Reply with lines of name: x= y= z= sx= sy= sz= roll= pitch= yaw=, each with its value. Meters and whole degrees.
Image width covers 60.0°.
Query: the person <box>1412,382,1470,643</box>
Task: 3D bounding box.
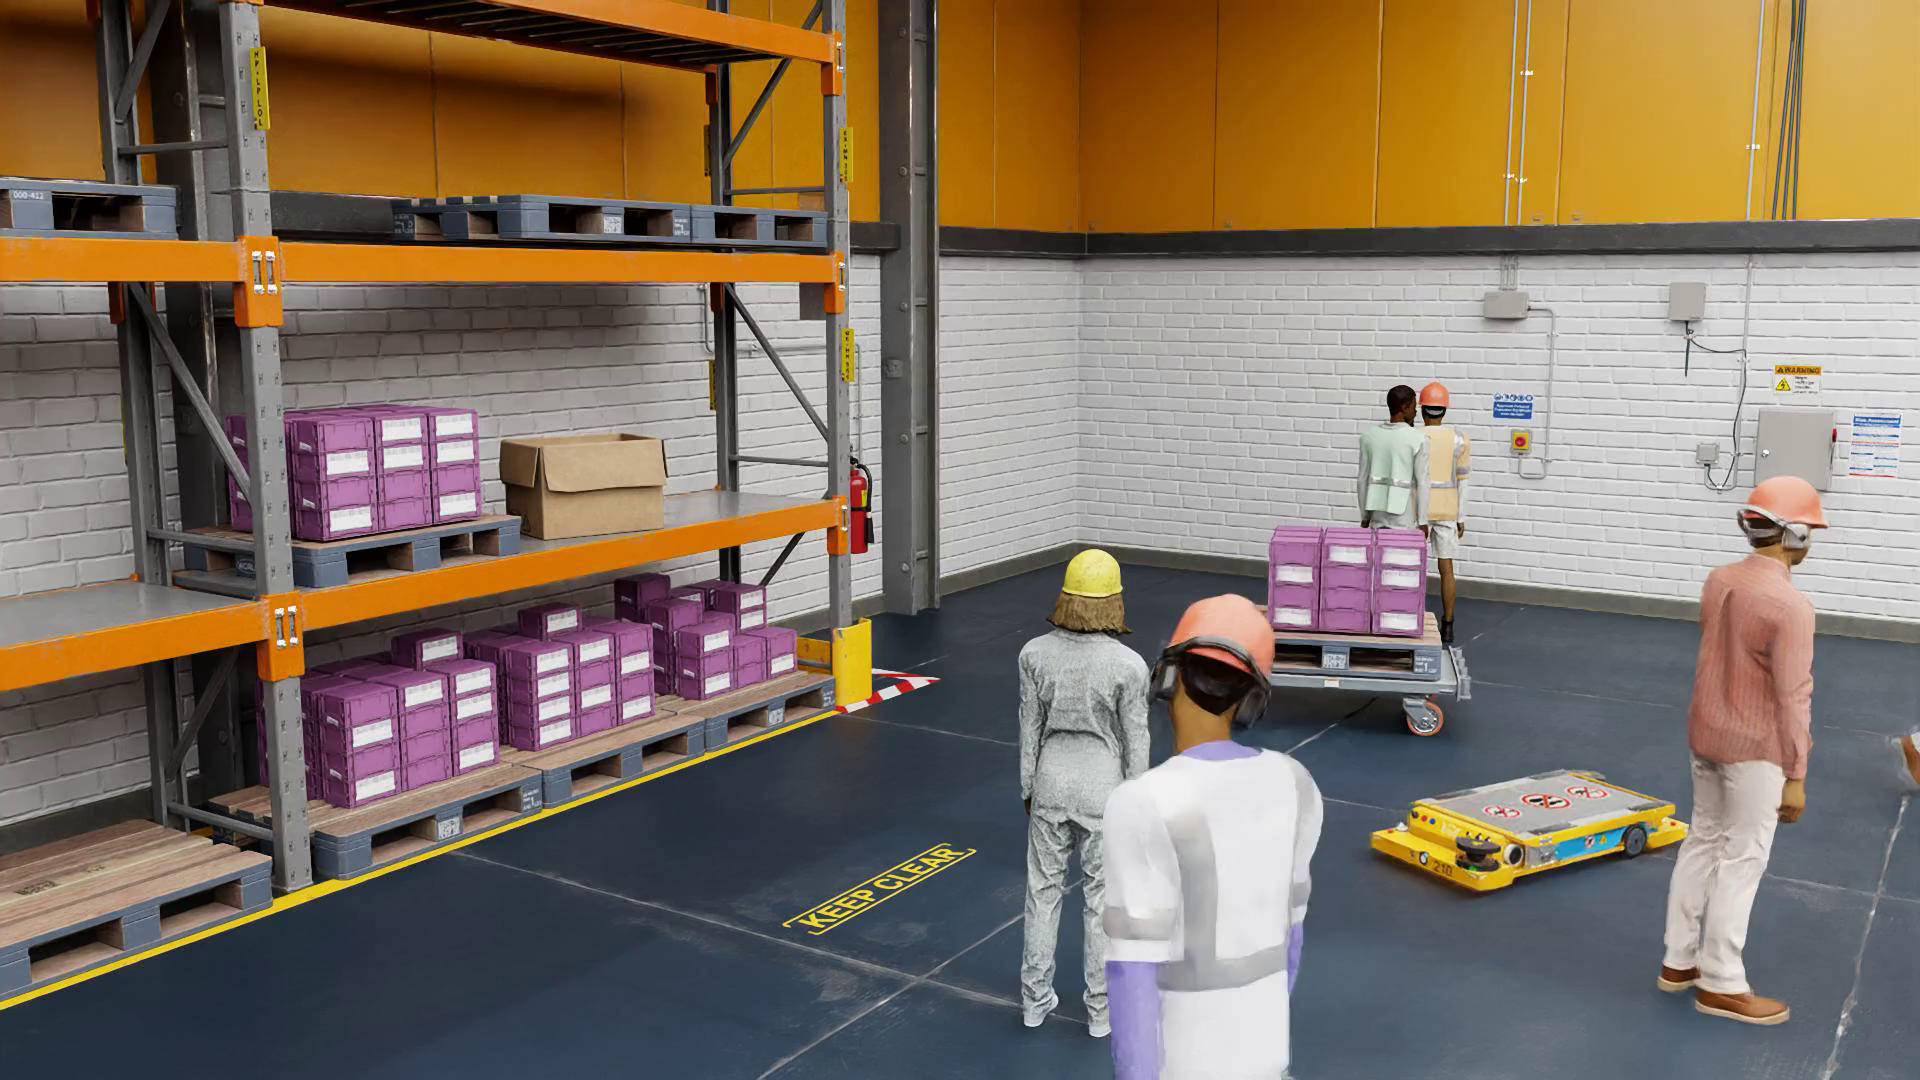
person: x=3.483 y=-0.199 z=12.343 sx=0.547 sy=1.938 sz=0.377 roll=1 pitch=9 yaw=4

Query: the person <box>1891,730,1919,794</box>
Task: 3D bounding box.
person: x=5.165 y=0.456 z=8.246 sx=0.648 sy=1.897 sz=0.891 roll=-9 pitch=12 yaw=-44

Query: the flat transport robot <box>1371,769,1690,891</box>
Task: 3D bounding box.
flat transport robot: x=2.691 y=1.331 z=7.795 sx=1.431 sy=0.197 sz=0.652 roll=-5 pitch=10 yaw=-30

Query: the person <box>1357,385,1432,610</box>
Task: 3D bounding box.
person: x=3.218 y=-0.191 z=12.364 sx=0.395 sy=1.916 sz=0.590 roll=-8 pitch=12 yaw=-42

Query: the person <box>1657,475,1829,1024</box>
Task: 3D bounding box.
person: x=2.884 y=0.750 z=6.057 sx=0.447 sy=1.980 sz=0.645 roll=-1 pitch=9 yaw=-7

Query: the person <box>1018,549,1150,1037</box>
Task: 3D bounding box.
person: x=0.442 y=0.893 z=5.911 sx=0.486 sy=1.736 sz=0.318 roll=4 pitch=10 yaw=24

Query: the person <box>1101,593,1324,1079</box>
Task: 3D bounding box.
person: x=0.492 y=1.130 z=3.550 sx=0.762 sy=1.988 sz=0.512 roll=-8 pitch=12 yaw=-42
